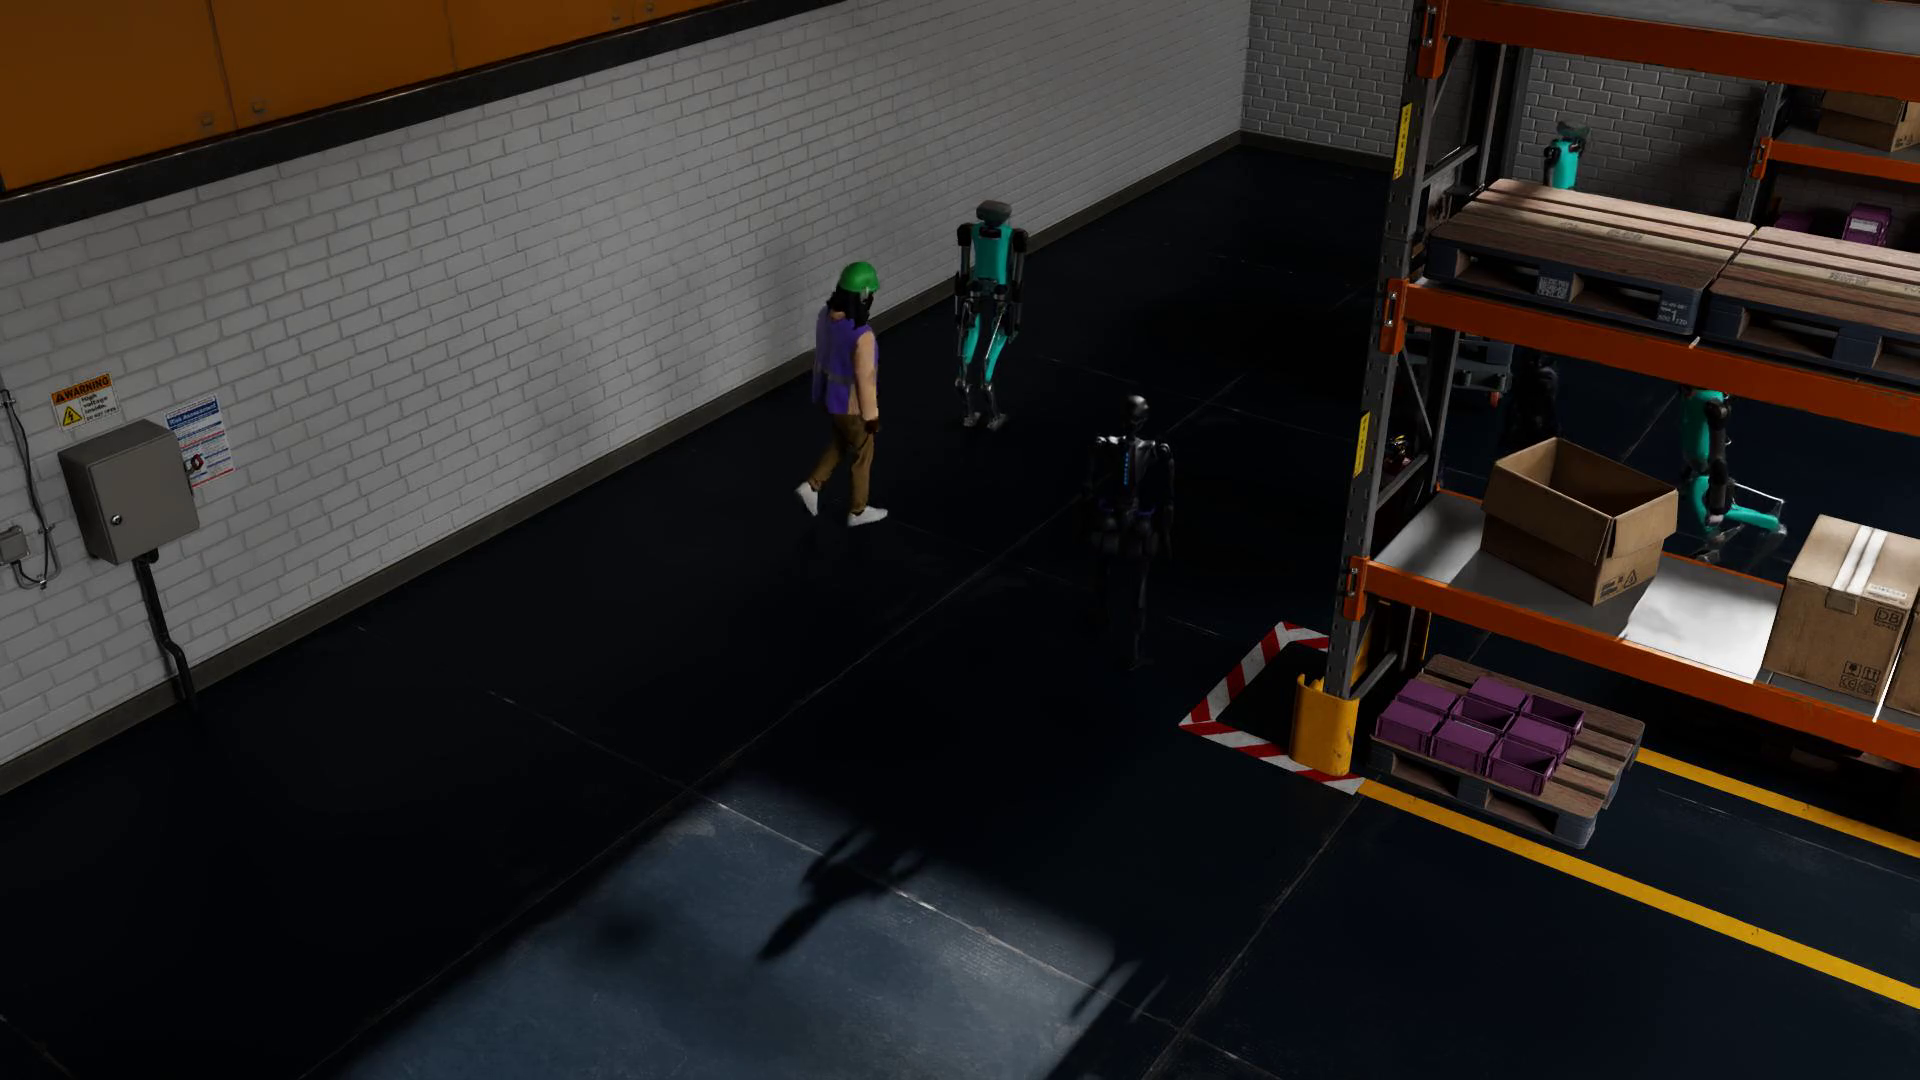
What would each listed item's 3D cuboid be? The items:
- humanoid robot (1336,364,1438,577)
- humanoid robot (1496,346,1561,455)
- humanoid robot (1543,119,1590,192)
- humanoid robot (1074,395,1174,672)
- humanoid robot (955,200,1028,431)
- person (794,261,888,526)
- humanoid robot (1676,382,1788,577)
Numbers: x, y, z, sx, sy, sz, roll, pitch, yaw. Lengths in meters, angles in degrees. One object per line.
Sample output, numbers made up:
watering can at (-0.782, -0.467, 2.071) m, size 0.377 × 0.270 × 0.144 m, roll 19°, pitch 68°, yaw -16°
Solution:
humanoid robot at (2.710, -0.324, 10.214) m, size 0.689 × 1.636 × 0.601 m, roll 3°, pitch 30°, yaw 5°
humanoid robot at (3.666, -0.627, 10.716) m, size 0.357 × 1.639 × 0.610 m, roll -4°, pitch 30°, yaw -7°
humanoid robot at (5.215, -2.622, 14.140) m, size 0.553 × 1.825 × 0.665 m, roll -26°, pitch 39°, yaw -37°
humanoid robot at (0.966, -0.077, 9.786) m, size 0.590 × 1.628 × 0.705 m, roll 6°, pitch 31°, yaw 10°
humanoid robot at (0.163, -1.561, 12.246) m, size 0.541 × 1.756 × 0.733 m, roll 8°, pitch 31°, yaw 14°
person at (-0.772, -0.925, 11.007) m, size 0.581 × 1.902 × 0.576 m, roll -20°, pitch 35°, yaw -31°
humanoid robot at (4.717, -0.326, 10.161) m, size 1.072 × 1.702 × 0.530 m, roll -1°, pitch 30°, yaw -2°
